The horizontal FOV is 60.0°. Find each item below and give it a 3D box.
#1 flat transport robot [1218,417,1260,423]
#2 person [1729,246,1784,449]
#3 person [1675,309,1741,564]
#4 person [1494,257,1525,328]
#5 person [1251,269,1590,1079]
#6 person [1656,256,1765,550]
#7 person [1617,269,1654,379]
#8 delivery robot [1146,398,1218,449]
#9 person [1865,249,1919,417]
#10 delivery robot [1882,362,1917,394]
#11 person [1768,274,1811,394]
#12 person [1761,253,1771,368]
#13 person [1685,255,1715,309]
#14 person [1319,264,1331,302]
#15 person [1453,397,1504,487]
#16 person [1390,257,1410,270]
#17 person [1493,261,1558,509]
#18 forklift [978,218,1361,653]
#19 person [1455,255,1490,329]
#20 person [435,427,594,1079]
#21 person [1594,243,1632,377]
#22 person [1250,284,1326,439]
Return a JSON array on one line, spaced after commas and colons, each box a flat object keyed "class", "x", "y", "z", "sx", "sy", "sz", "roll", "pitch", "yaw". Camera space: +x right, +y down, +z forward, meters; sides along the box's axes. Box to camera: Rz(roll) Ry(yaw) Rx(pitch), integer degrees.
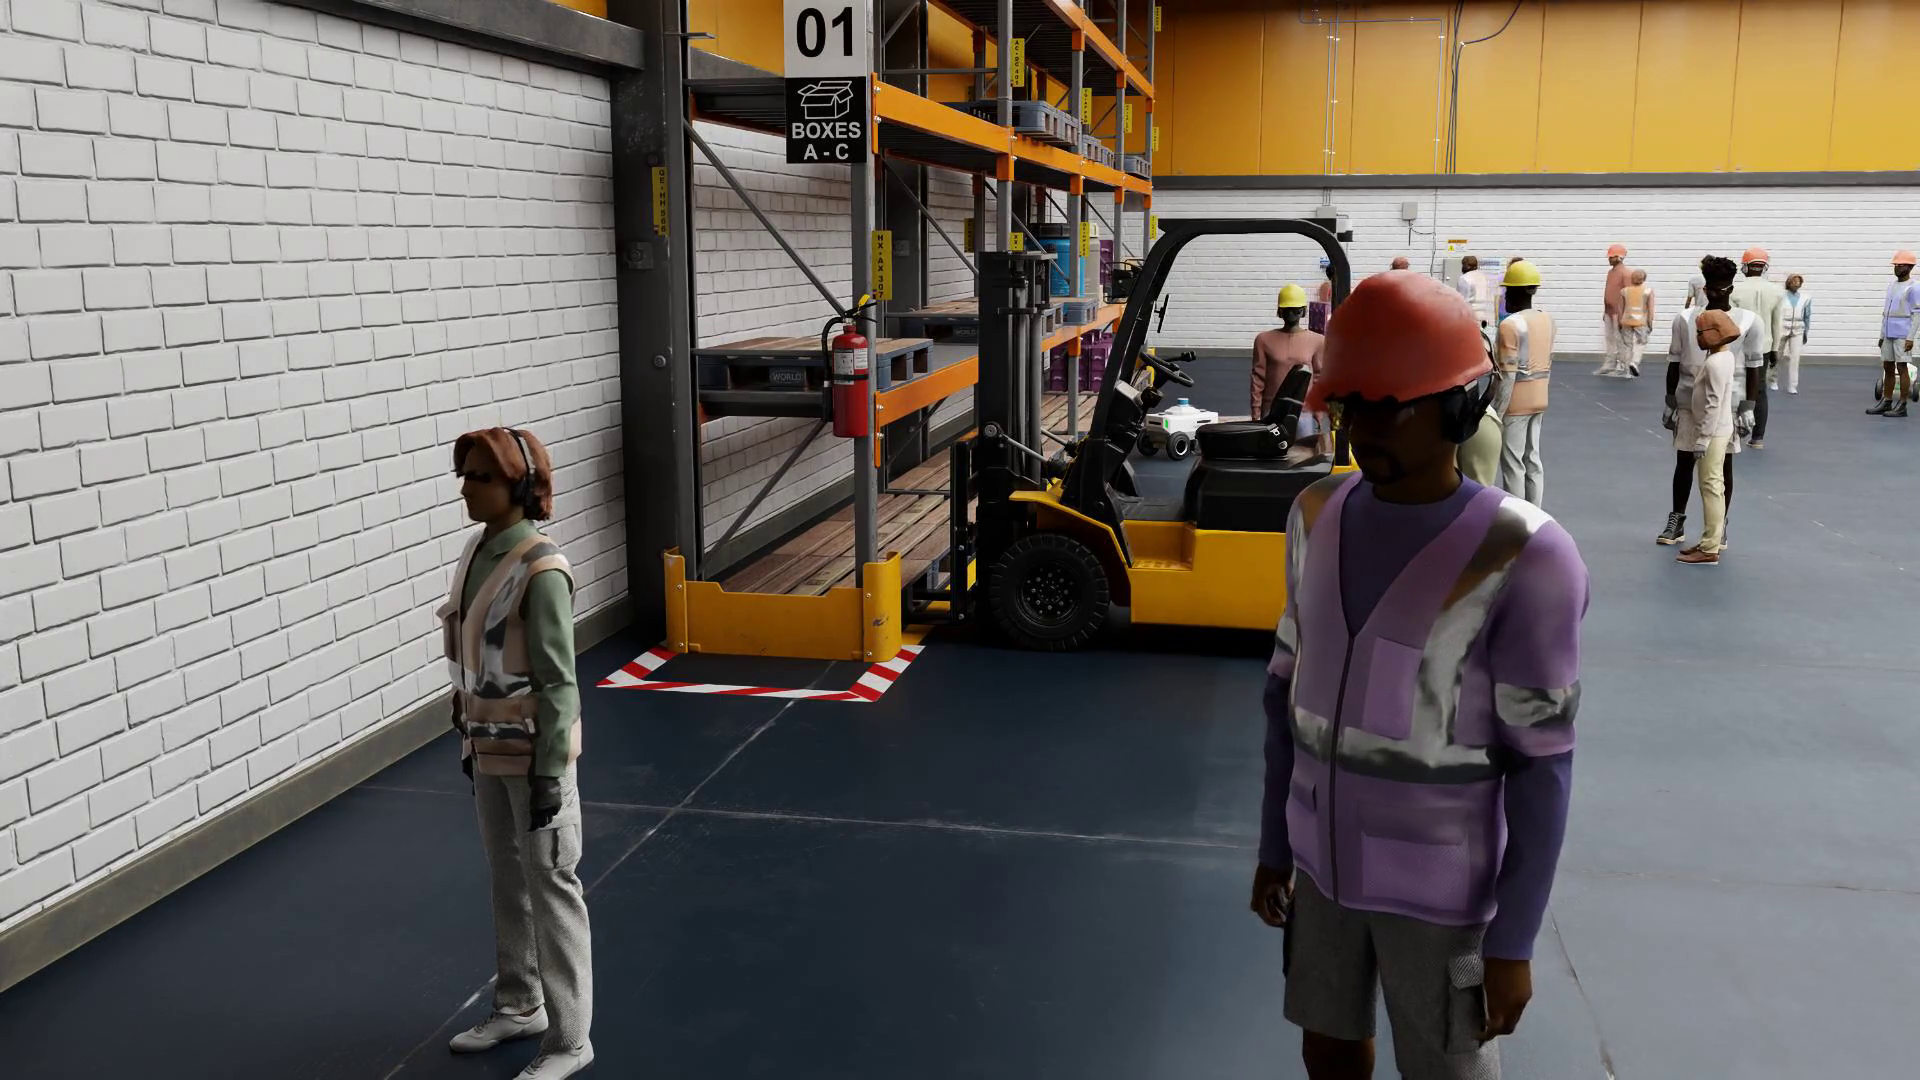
[{"class": "flat transport robot", "x": 2.641, "y": -1.124, "z": 16.962, "sx": 1.431, "sy": 0.197, "sz": 0.652, "roll": -3, "pitch": 11, "yaw": -17}, {"class": "person", "x": 7.782, "y": -1.890, "z": 16.432, "sx": 0.625, "sy": 1.992, "sz": 0.386, "roll": 0, "pitch": 10, "yaw": -1}, {"class": "person", "x": 4.805, "y": -0.658, "z": 10.670, "sx": 0.284, "sy": 1.633, "sz": 0.498, "roll": 6, "pitch": 12, "yaw": 29}, {"class": "person", "x": 8.295, "y": -3.348, "z": 24.995, "sx": 0.572, "sy": 1.797, "sz": 0.984, "roll": 1, "pitch": 10, "yaw": 7}, {"class": "person", "x": 0.726, "y": 0.567, "z": 2.848, "sx": 0.387, "sy": 2.038, "sz": 0.605, "roll": -7, "pitch": 13, "yaw": -35}, {"class": "person", "x": 5.042, "y": -0.917, "z": 11.195, "sx": 0.603, "sy": 1.959, "sz": 0.376, "roll": 8, "pitch": 13, "yaw": 36}, {"class": "person", "x": 9.902, "y": -3.163, "z": 24.416, "sx": 0.523, "sy": 1.624, "sz": 0.391, "roll": 8, "pitch": 13, "yaw": 37}, {"class": "delivery robot", "x": 2.116, "y": -1.105, "z": 15.820, "sx": 0.707, "sy": 0.478, "sz": 0.477, "roll": -7, "pitch": 12, "yaw": -34}, {"class": "person", "x": 10.923, "y": -2.404, "z": 19.391, "sx": 0.341, "sy": 1.942, "sz": 0.552, "roll": -1, "pitch": 10, "yaw": -8}, {"class": "delivery robot", "x": 12.108, "y": -2.124, "z": 21.407, "sx": 0.477, "sy": 0.478, "sz": 0.707, "roll": 6, "pitch": 12, "yaw": 32}, {"class": "person", "x": 11.162, "y": -2.790, "z": 22.433, "sx": 0.521, "sy": 1.606, "sz": 0.821, "roll": 2, "pitch": 11, "yaw": 13}, {"class": "person", "x": 12.664, "y": -3.624, "z": 26.376, "sx": 0.368, "sy": 1.842, "sz": 0.622, "roll": 1, "pitch": 10, "yaw": 4}, {"class": "person", "x": 10.694, "y": -3.166, "z": 23.901, "sx": 0.550, "sy": 1.827, "sz": 0.962, "roll": 3, "pitch": 11, "yaw": 15}, {"class": "person", "x": 5.738, "y": -3.465, "z": 25.893, "sx": 0.386, "sy": 1.681, "sz": 0.541, "roll": -3, "pitch": 11, "yaw": -18}, {"class": "person", "x": 1.778, "y": 0.045, "z": 6.312, "sx": 0.404, "sy": 1.823, "sz": 0.591, "roll": -4, "pitch": 11, "yaw": -21}, {"class": "person", "x": 5.123, "y": -2.387, "z": 19.532, "sx": 0.653, "sy": 1.870, "sz": 0.969, "roll": 2, "pitch": 10, "yaw": 9}, {"class": "person", "x": 3.750, "y": -0.902, "z": 11.198, "sx": 0.585, "sy": 1.929, "sz": 0.371, "roll": -9, "pitch": 14, "yaw": -40}, {"class": "forklift", "x": 1.285, "y": -0.567, "z": 8.635, "sx": 2.313, "sy": 2.155, "sz": 1.214, "roll": 2, "pitch": 11, "yaw": 11}, {"class": "person", "x": 7.414, "y": -3.223, "z": 24.204, "sx": 0.648, "sy": 1.824, "sz": 0.434, "roll": -8, "pitch": 13, "yaw": -37}, {"class": "person", "x": -1.091, "y": 0.534, "z": 4.107, "sx": 0.309, "sy": 1.645, "sz": 0.514, "roll": -8, "pitch": 13, "yaw": -39}, {"class": "person", "x": 9.805, "y": -3.437, "z": 24.921, "sx": 0.401, "sy": 1.990, "sz": 0.622, "roll": -1, "pitch": 10, "yaw": -6}, {"class": "person", "x": 2.283, "y": -0.891, "z": 11.586, "sx": 0.525, "sy": 1.769, "sz": 0.309, "roll": 2, "pitch": 10, "yaw": 8}]
